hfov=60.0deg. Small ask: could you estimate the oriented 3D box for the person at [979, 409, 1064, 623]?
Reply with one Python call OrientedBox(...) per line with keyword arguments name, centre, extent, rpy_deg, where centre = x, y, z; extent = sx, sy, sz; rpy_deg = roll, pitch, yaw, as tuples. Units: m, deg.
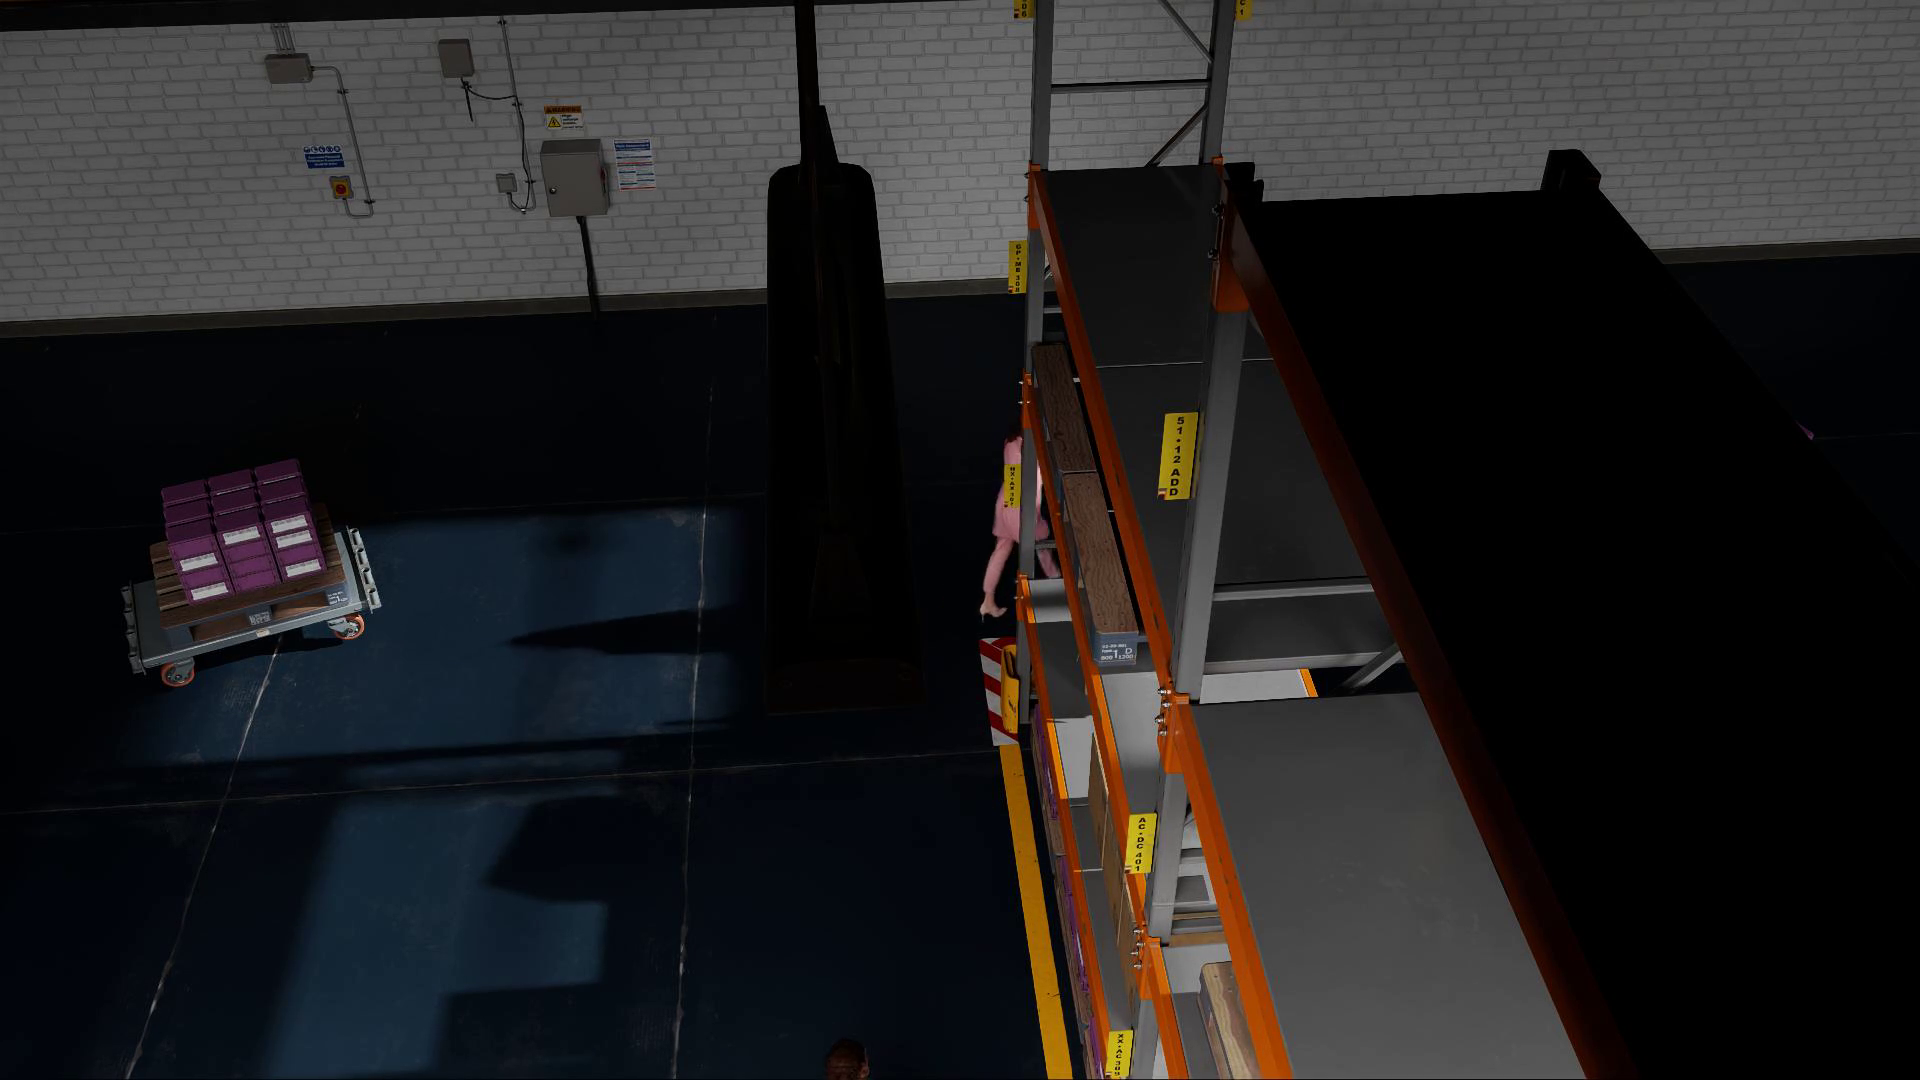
OrientedBox(name="person", centre=(0.329, -0.135, 11.609), extent=(1.000, 1.760, 1.107), rpy_deg=(-21, 43, -24))
